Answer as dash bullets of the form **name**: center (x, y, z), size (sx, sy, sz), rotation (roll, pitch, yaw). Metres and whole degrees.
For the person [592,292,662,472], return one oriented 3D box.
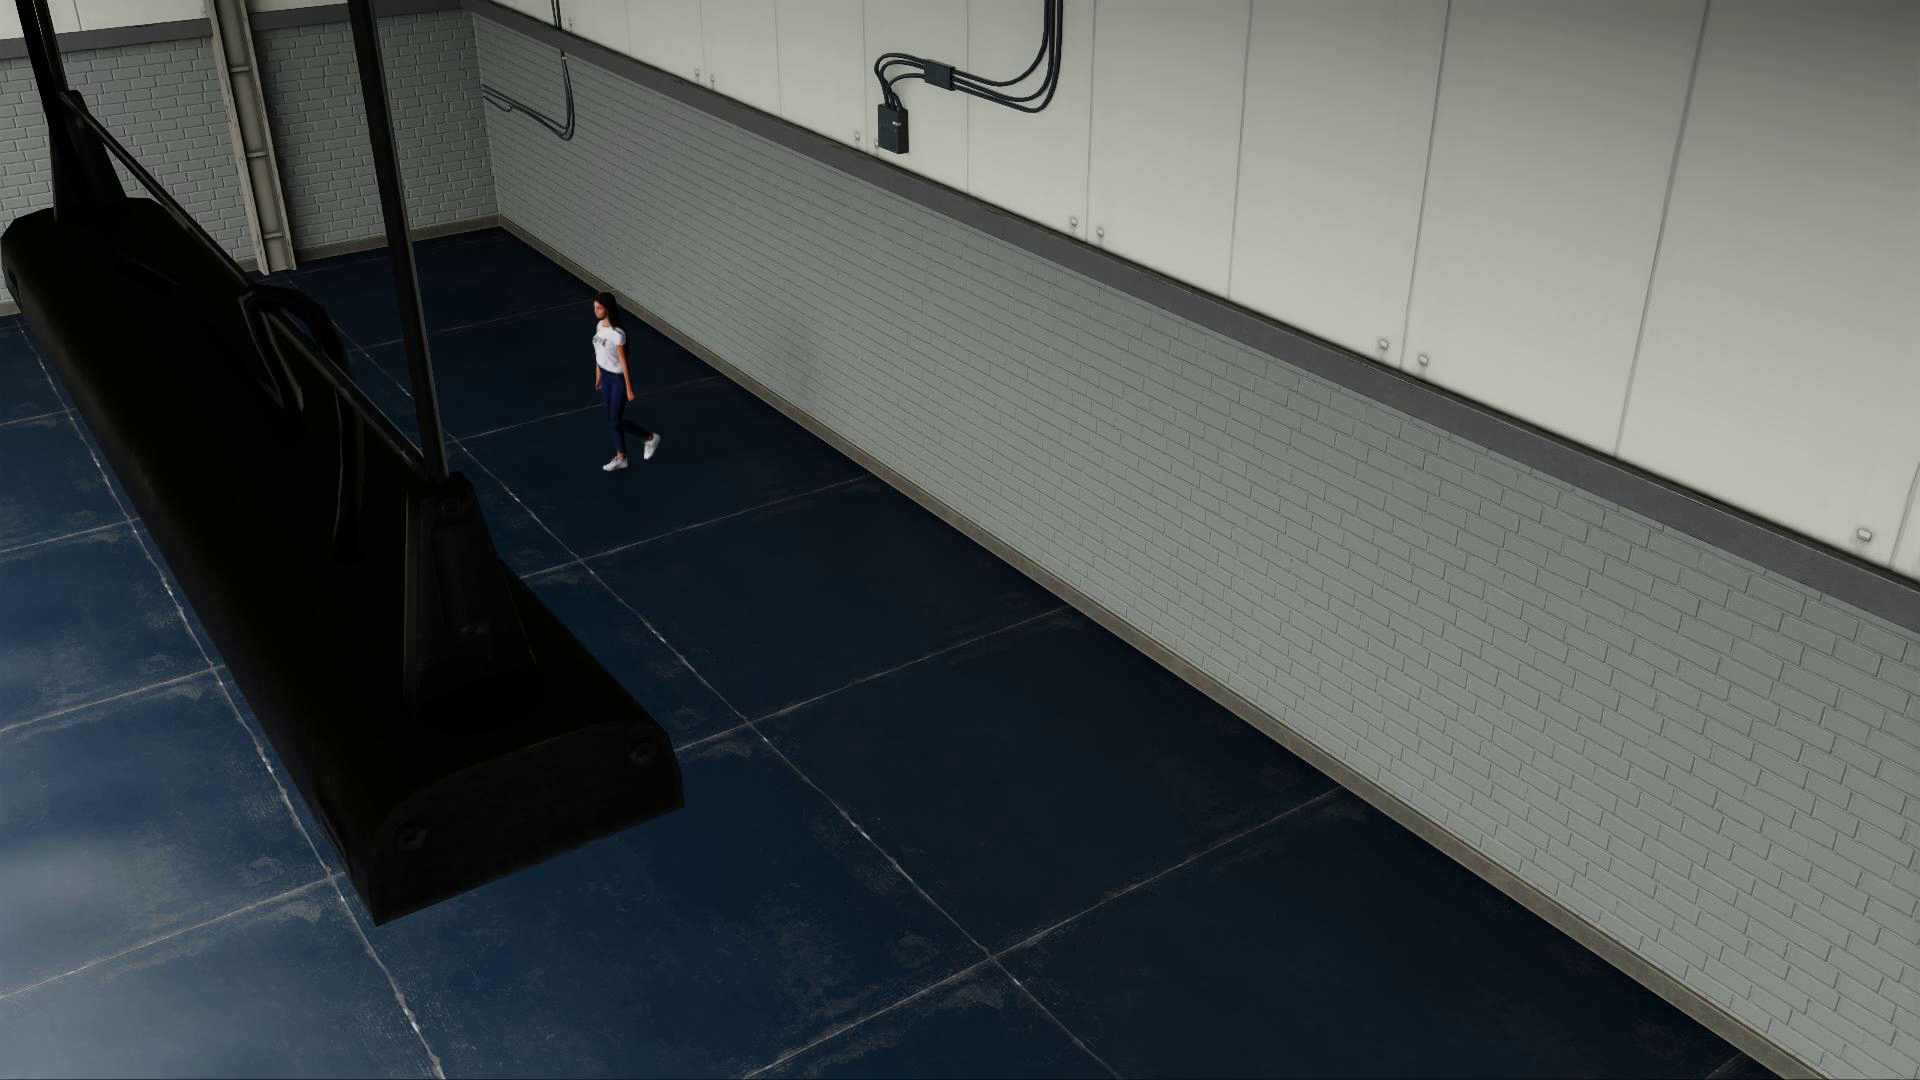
- **person**: center (-3.102, -1.473, 15.428), size (0.767, 1.761, 0.609), rotation (-17, 33, -29)
